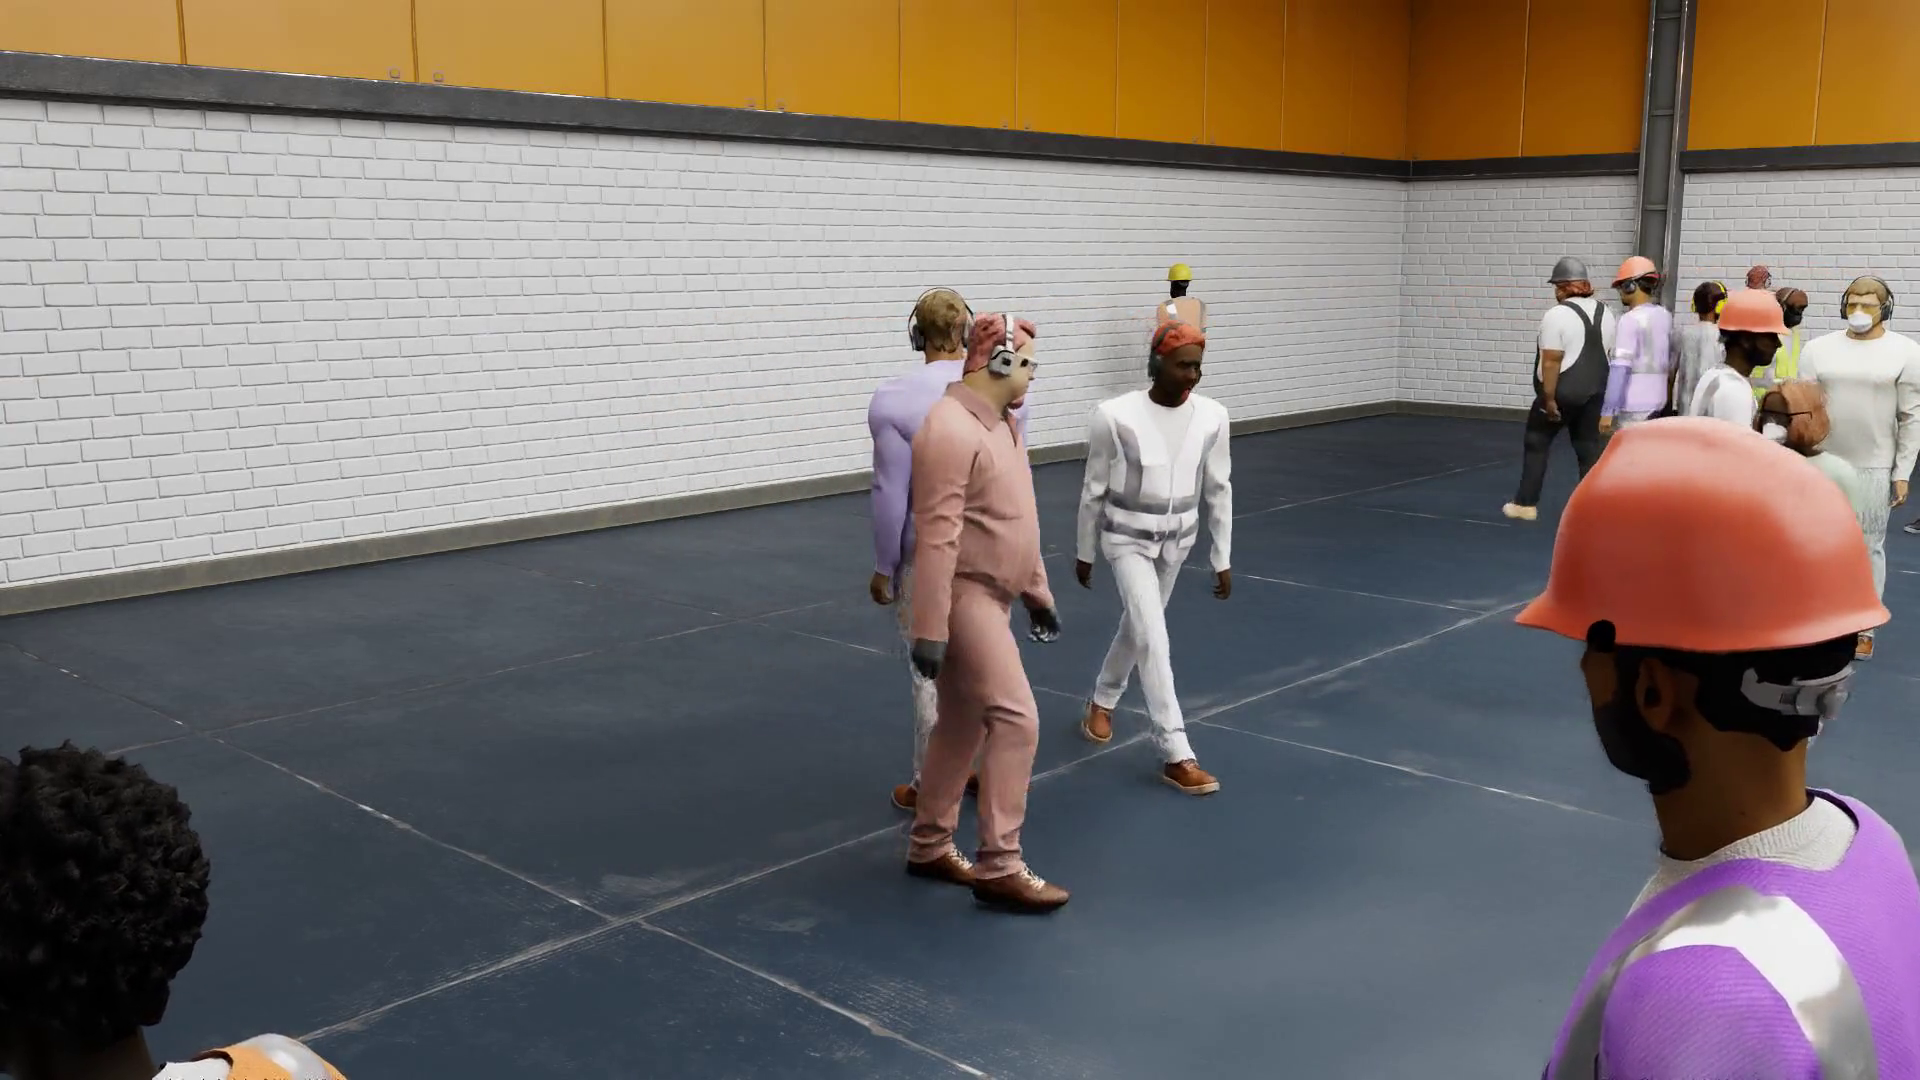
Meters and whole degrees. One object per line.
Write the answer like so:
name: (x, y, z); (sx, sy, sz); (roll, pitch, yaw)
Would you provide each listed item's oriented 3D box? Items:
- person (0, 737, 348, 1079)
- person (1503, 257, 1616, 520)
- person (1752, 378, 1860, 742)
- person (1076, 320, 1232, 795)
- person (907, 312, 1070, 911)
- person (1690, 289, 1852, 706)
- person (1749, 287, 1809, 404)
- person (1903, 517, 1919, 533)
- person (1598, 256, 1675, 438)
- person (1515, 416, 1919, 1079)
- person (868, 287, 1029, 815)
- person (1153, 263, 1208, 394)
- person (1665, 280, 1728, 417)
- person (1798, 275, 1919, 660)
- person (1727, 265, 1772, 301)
person: (-0.676, 0.999, 1.406); (0.321, 1.690, 0.530); (3, 10, 15)
person: (4.546, -1.141, 12.577); (0.691, 2.000, 0.852); (-4, 11, -21)
person: (3.042, 0.210, 6.098); (0.525, 1.618, 0.502); (-6, 12, -32)
person: (0.751, 0.021, 6.661); (0.585, 1.813, 1.054); (-4, 11, -22)
person: (0.131, 0.224, 5.293); (0.720, 1.873, 0.665); (3, 10, 14)
person: (3.374, -0.105, 7.090); (0.958, 1.890, 0.567); (4, 11, 22)
person: (5.926, -0.935, 12.127); (0.685, 1.786, 0.922); (-6, 12, -31)
person: (7.096, -0.919, 11.935); (0.403, 1.826, 0.590); (-2, 10, -13)
person: (4.622, -0.924, 11.407); (0.503, 2.013, 0.741); (10, 14, 44)
person: (0.637, 0.856, 1.509); (0.374, 1.934, 0.549); (7, 12, 35)
person: (-0.047, 0.059, 6.049); (0.628, 1.934, 0.375); (-5, 11, -29)
person: (2.117, -1.705, 16.114); (0.587, 1.927, 0.369); (-6, 12, -33)
person: (5.033, -0.819, 11.277); (0.335, 1.862, 0.524); (-8, 13, -39)
person: (4.527, -0.366, 8.456); (0.632, 1.940, 0.372); (9, 14, 43)
person: (7.823, -1.747, 16.408); (0.642, 1.909, 0.410); (7, 12, 36)
